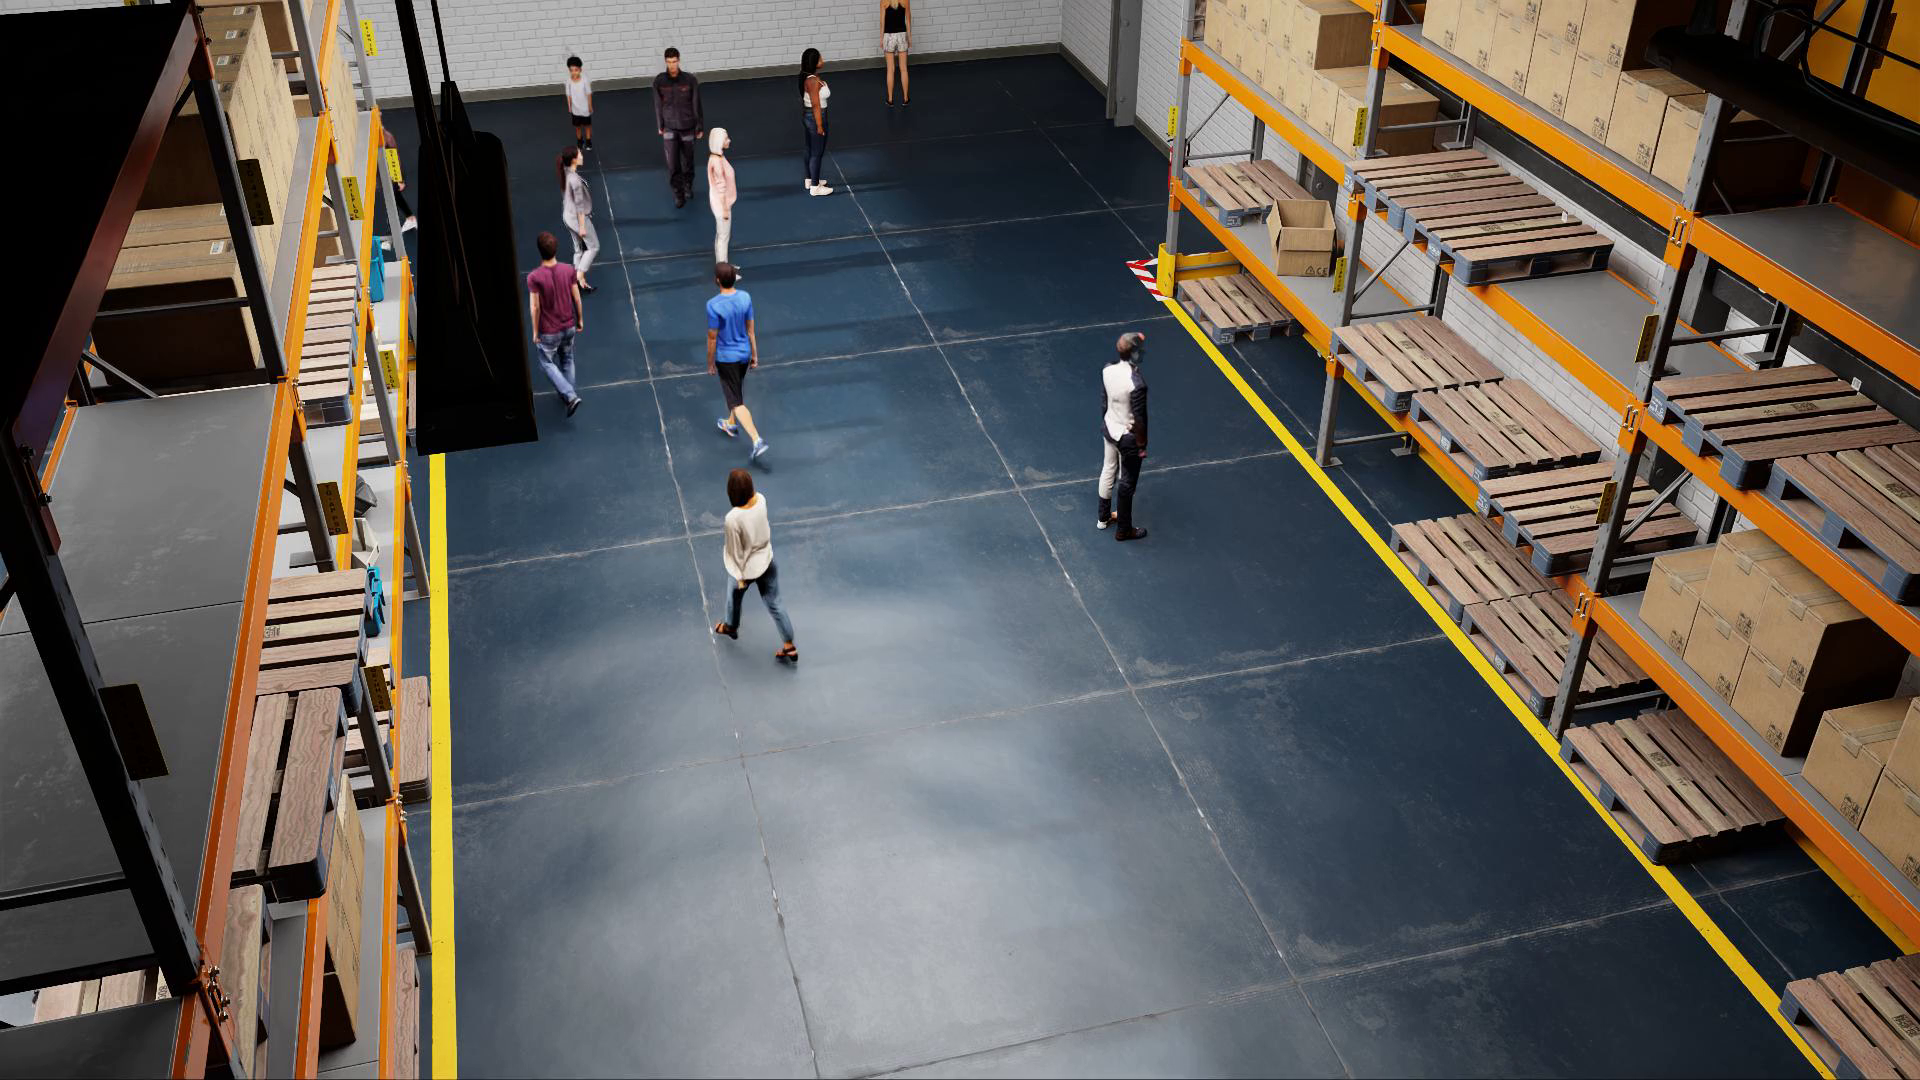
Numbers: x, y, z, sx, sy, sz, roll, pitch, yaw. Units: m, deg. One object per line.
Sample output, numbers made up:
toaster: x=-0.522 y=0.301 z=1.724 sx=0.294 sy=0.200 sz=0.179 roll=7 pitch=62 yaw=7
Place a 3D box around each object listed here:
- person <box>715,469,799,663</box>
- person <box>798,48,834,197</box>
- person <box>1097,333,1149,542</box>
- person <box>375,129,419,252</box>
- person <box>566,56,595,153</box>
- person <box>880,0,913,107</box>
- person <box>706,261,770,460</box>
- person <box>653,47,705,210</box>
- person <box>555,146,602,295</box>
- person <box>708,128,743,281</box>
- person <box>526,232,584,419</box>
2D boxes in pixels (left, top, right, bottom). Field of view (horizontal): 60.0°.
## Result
person: x=-1.512 y=0.227 z=12.620 sx=1.142 sy=1.641 sz=0.986 roll=25 pitch=41 yaw=33
person: x=-1.818 y=-5.201 z=20.636 sx=0.706 sy=1.809 sz=0.537 roll=-10 pitch=35 yaw=-15
person: x=1.382 y=-0.889 z=14.074 sx=0.816 sy=1.891 sz=0.648 roll=-21 pitch=39 yaw=-28
person: x=-6.581 y=-4.222 z=19.337 sx=1.051 sy=1.615 sz=1.258 roll=12 pitch=35 yaw=17
person: x=-5.026 y=-5.804 z=22.051 sx=0.515 sy=1.247 sz=0.538 roll=-6 pitch=34 yaw=-9
person: x=-0.902 y=-7.048 z=23.380 sx=0.645 sy=1.846 sz=0.572 roll=-3 pitch=34 yaw=-5
person: x=-2.024 y=-1.616 z=15.215 sx=0.950 sy=1.839 sz=1.292 roll=-24 pitch=41 yaw=-32
person: x=-3.438 y=-5.116 z=20.412 sx=0.783 sy=1.915 sz=1.028 roll=-6 pitch=34 yaw=-9
person: x=-4.253 y=-3.450 z=18.138 sx=0.779 sy=1.658 sz=0.670 roll=-18 pitch=38 yaw=-25
person: x=-2.660 y=-3.762 z=18.547 sx=0.681 sy=1.724 sz=0.493 roll=-5 pitch=34 yaw=-7
person: x=-3.813 y=-2.011 z=15.812 sx=0.874 sy=1.835 sz=1.037 roll=-22 pitch=39 yaw=-29
